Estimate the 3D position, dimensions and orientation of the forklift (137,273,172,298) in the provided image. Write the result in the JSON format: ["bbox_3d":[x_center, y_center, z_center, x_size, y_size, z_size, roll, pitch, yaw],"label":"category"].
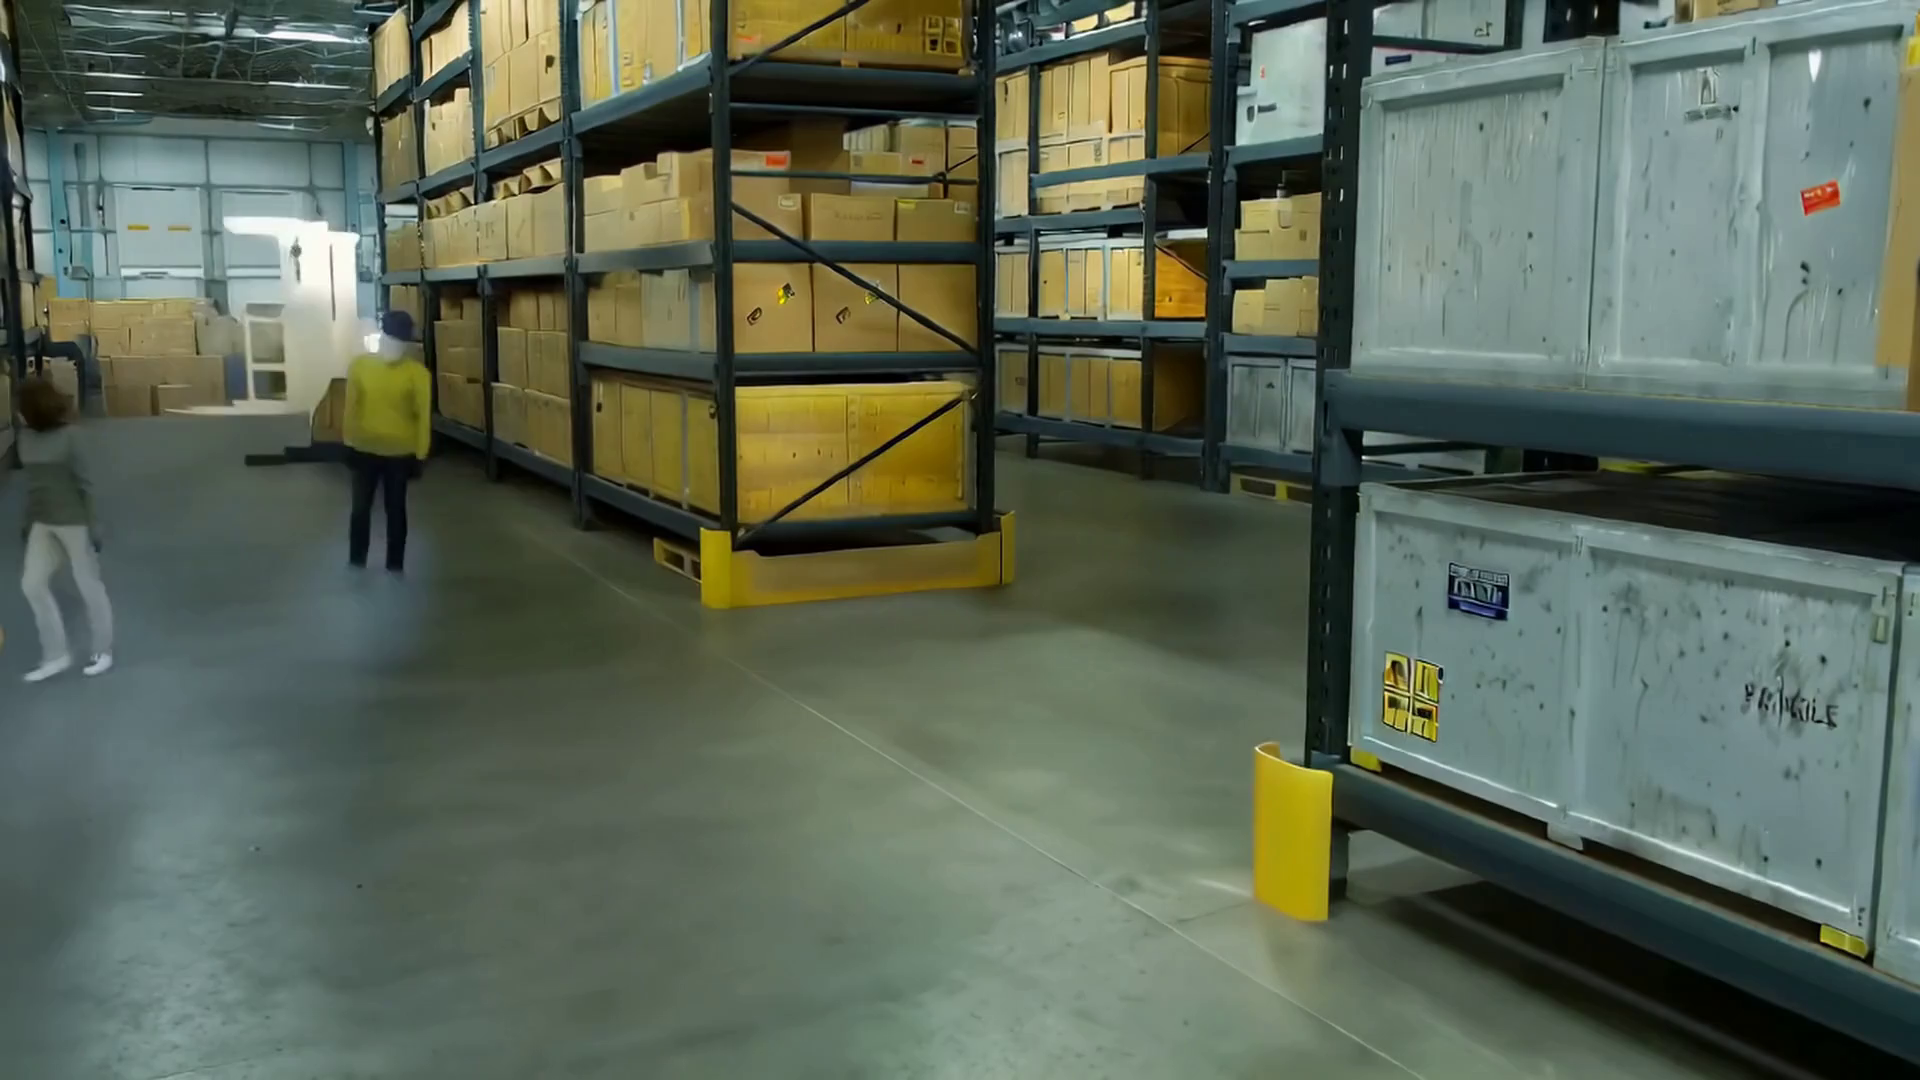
[{"bbox_3d":[-24.694,-6.828,51.173,1.129,2.768,1.873,0,8,2],"label":"forklift"}]

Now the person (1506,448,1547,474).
[{"bbox_3d":[3.806,-0.450,10.890,0.899,1.816,0.626,-3,9,-19],"label":"person"}]

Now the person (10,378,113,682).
[{"bbox_3d":[-4.779,-0.051,8.802,0.607,1.595,0.590,3,9,19],"label":"person"}]

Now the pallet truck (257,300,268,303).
[{"bbox_3d":[-23.913,-7.404,58.171,1.885,1.965,0.823,-1,8,-9],"label":"pallet truck"}]

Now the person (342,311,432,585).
[{"bbox_3d":[-4.044,-0.633,11.709,0.692,1.940,0.463,0,8,-1],"label":"person"}]

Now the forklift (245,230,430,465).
[{"bbox_3d":[-7.542,-2.322,20.098,1.873,2.768,1.129,1,8,4],"label":"forklift"}]
